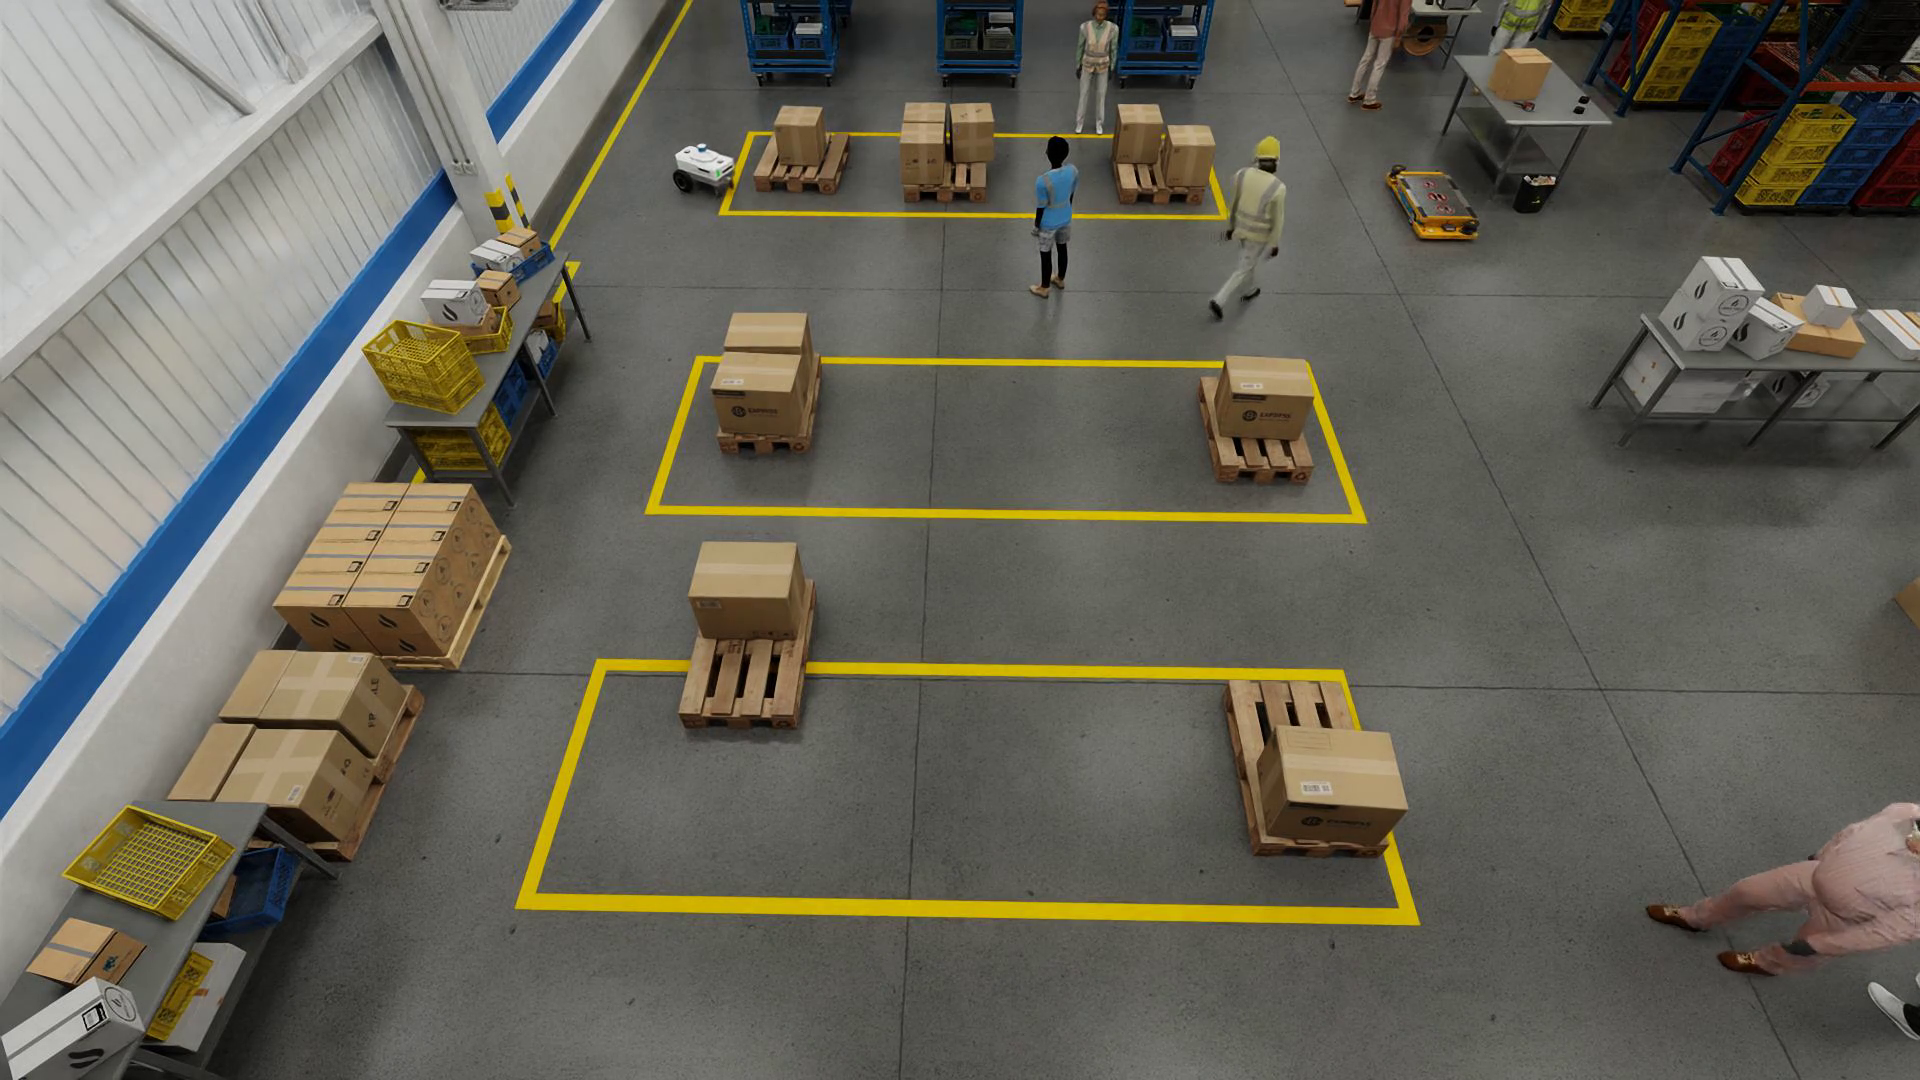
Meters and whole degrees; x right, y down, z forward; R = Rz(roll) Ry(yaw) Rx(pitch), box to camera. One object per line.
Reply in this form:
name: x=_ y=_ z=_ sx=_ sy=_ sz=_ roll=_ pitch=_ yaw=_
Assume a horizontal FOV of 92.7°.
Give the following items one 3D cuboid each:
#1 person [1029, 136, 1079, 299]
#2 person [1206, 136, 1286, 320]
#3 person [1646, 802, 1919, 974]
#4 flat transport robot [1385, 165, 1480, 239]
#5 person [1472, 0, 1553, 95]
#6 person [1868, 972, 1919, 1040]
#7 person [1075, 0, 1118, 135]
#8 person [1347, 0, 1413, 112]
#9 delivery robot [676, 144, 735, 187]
person: x=0.956 y=-3.293 z=9.427 sx=0.535 sy=1.697 sz=0.322 roll=-31 pitch=56 yaw=-24
person: x=2.898 y=-3.098 z=9.203 sx=0.838 sy=1.785 sz=0.623 roll=-27 pitch=54 yaw=-21
person: x=4.495 y=1.881 z=4.826 sx=0.747 sy=1.875 sz=0.662 roll=6 pitch=49 yaw=5
flat transport robot: x=5.692 y=-4.094 z=11.059 sx=0.652 sy=0.197 sz=1.431 roll=1 pitch=49 yaw=1
person: x=7.677 y=-7.089 z=12.628 sx=0.631 sy=1.836 sz=0.429 roll=17 pitch=51 yaw=14
person: x=5.539 y=2.127 z=4.595 sx=0.592 sy=1.917 sz=0.392 roll=-6 pitch=49 yaw=-5
person: x=1.756 y=-6.133 z=11.931 sx=0.510 sy=1.631 sz=0.310 roll=7 pitch=49 yaw=6
person: x=5.714 y=-6.836 z=12.299 sx=0.375 sy=1.997 sz=0.612 roll=-19 pitch=52 yaw=-15
delivery robot: x=-3.123 y=-4.610 z=11.259 sx=0.707 sy=0.478 sz=0.477 roll=23 pitch=53 yaw=19
